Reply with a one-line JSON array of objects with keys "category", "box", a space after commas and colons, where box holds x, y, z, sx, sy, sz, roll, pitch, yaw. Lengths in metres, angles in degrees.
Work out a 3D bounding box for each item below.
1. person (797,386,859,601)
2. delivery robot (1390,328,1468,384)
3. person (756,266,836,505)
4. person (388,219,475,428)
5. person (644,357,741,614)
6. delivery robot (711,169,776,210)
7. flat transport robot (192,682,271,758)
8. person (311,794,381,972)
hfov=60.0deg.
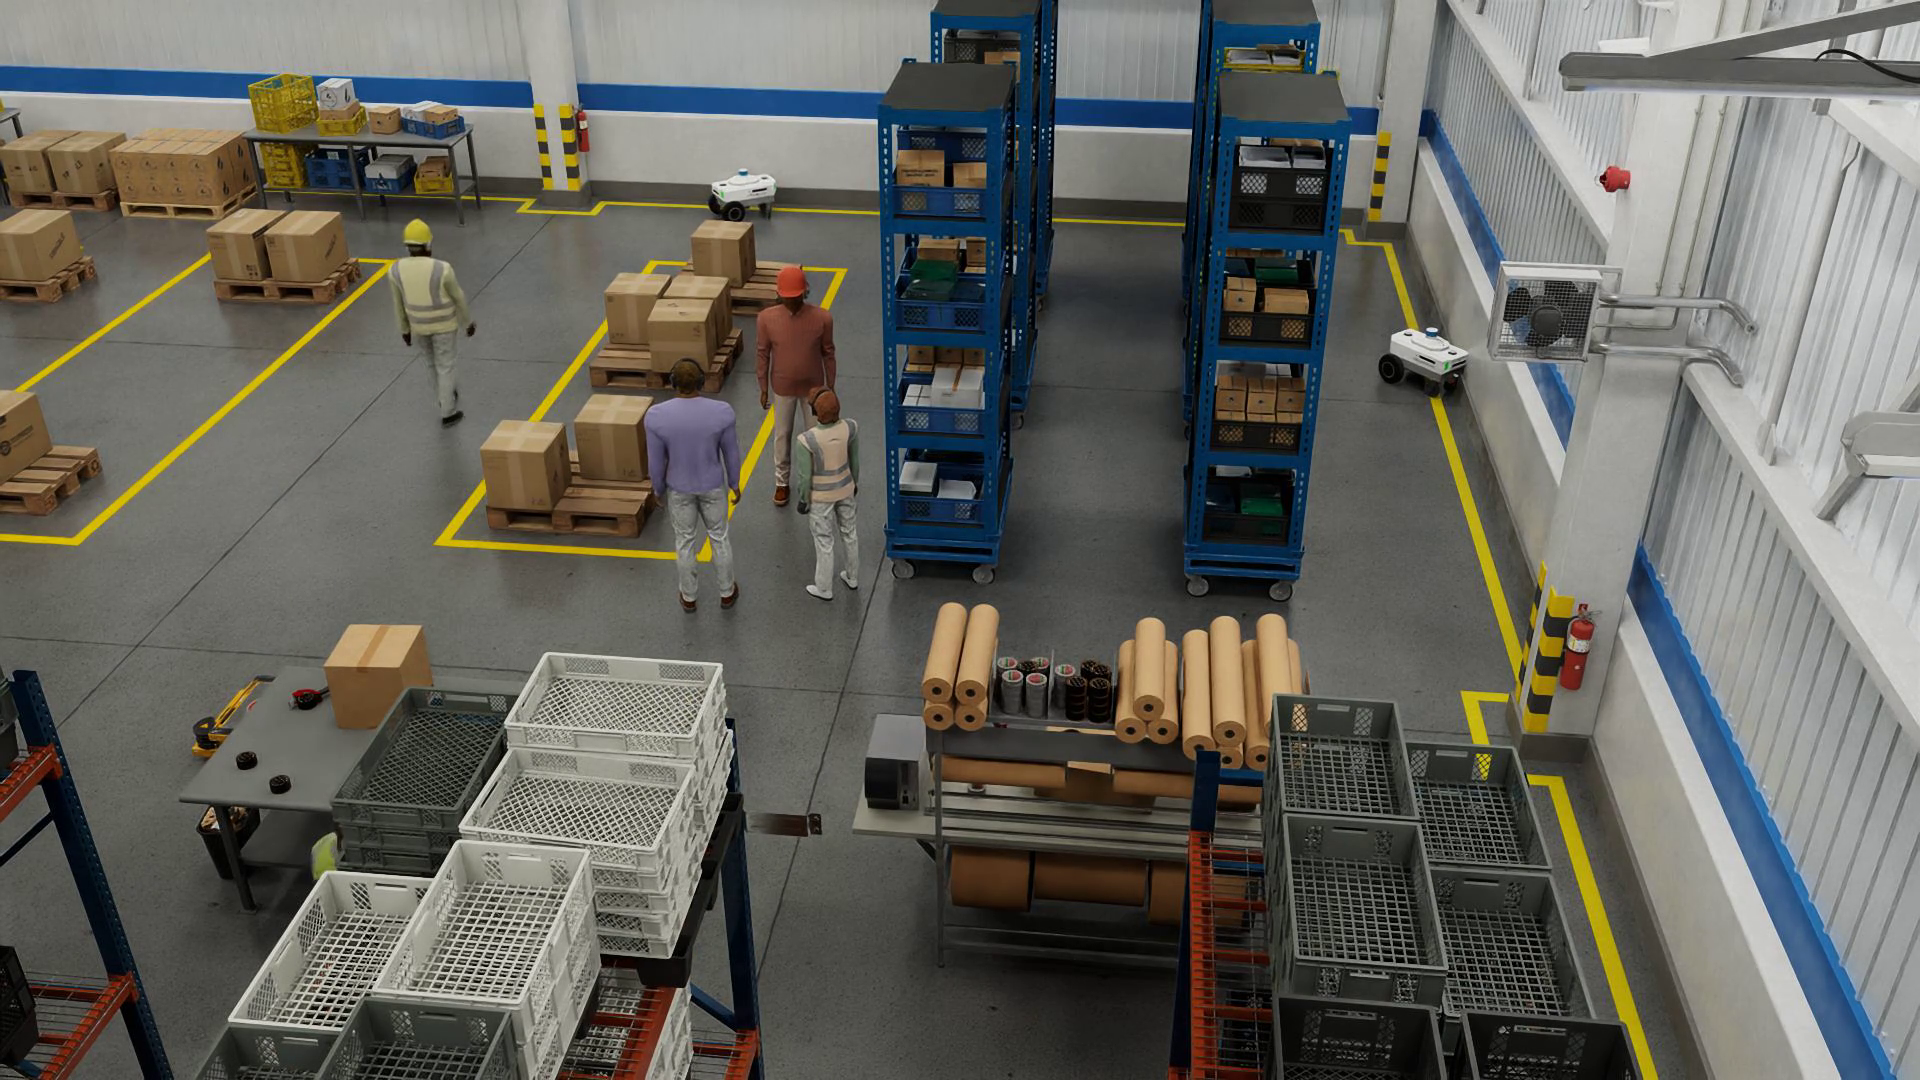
[{"category": "person", "box": [-0.929, -0.330, 11.860, 0.511, 1.640, 0.308, -22, 36, -32]}, {"category": "delivery robot", "box": [4.282, -1.699, 15.195, 0.477, 0.478, 0.707, -20, 36, -31]}, {"category": "person", "box": [-1.270, -1.204, 13.014, 0.622, 1.992, 0.396, -4, 30, -6]}, {"category": "person", "box": [-4.537, -1.901, 14.402, 0.597, 1.826, 0.546, 6, 31, 10]}, {"category": "person", "box": [-1.845, -0.379, 11.651, 0.637, 1.938, 0.355, -5, 31, -8]}, {"category": "delivery robot", "box": [-2.493, -4.047, 19.228, 0.707, 0.478, 0.477, -16, 34, -25]}, {"category": "flat transport robot", "box": [-4.089, 1.163, 10.648, 1.431, 0.197, 0.652, 3, 30, 6]}, {"category": "person", "box": [-2.681, 1.954, 7.752, 0.447, 1.844, 0.637, -26, 39, -37]}]
